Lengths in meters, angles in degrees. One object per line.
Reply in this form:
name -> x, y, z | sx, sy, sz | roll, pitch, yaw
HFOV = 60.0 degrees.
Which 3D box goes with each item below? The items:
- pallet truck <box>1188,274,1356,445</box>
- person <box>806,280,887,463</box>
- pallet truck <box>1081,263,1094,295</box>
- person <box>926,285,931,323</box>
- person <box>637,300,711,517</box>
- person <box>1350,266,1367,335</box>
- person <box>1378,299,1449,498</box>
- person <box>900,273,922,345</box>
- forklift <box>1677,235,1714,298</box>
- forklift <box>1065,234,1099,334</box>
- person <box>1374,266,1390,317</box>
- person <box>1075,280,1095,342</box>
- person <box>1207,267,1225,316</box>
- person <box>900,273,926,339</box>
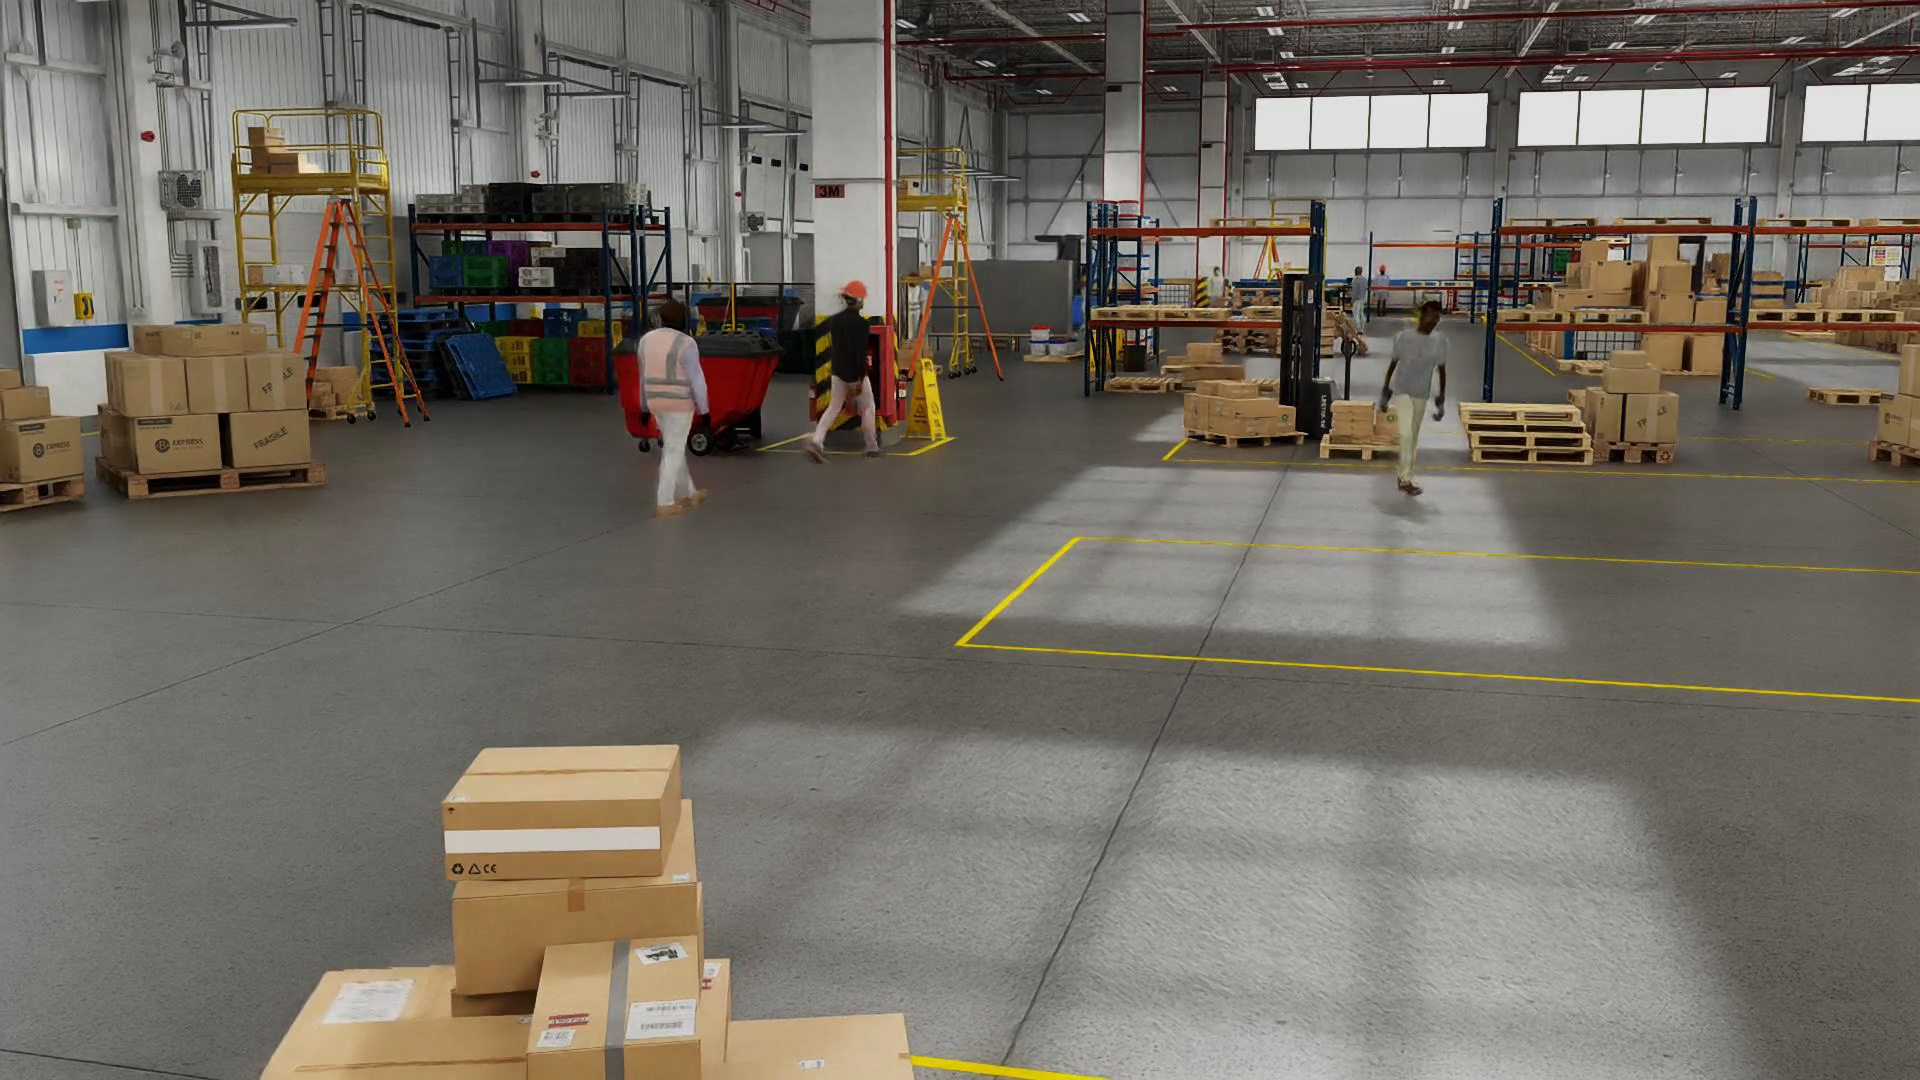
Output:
pallet truck -> 3.653, -2.138, 19.590 | 1.885, 1.965, 0.823 | -4, 10, -20
person -> -1.220, -1.789, 17.700 | 0.602, 1.949, 1.016 | 8, 12, 38
pallet truck -> 4.325, -8.180, 55.162 | 0.823, 1.965, 1.885 | 6, 11, 31
person -> -0.848, -8.005, 55.321 | 0.886, 1.592, 0.548 | 8, 12, 38
person -> -2.351, -1.127, 14.191 | 0.651, 1.807, 0.866 | 7, 12, 37
person -> 11.139, -6.690, 46.563 | 0.364, 1.939, 0.636 | 9, 13, 44
person -> 4.157, -1.293, 15.219 | 0.551, 1.792, 0.995 | 0, 10, -2
person -> -1.160, -5.586, 40.455 | 0.581, 1.804, 0.501 | 6, 11, 32
forklift -> 21.648, -7.669, 49.558 | 1.129, 2.768, 1.873 | 0, 10, 1
forklift -> 3.255, -7.325, 47.530 | 1.873, 2.768, 1.129 | 2, 10, 14
person -> 15.500, -9.139, 61.158 | 0.566, 1.886, 1.014 | 1, 10, 7
person -> 3.241, -5.858, 42.276 | 0.419, 1.731, 0.495 | -3, 10, -15
person -> 8.405, -8.028, 54.616 | 0.646, 1.878, 1.045 | -3, 10, -15
person -> -1.057, -5.093, 37.495 | 0.590, 1.826, 1.029 | -2, 10, -13
